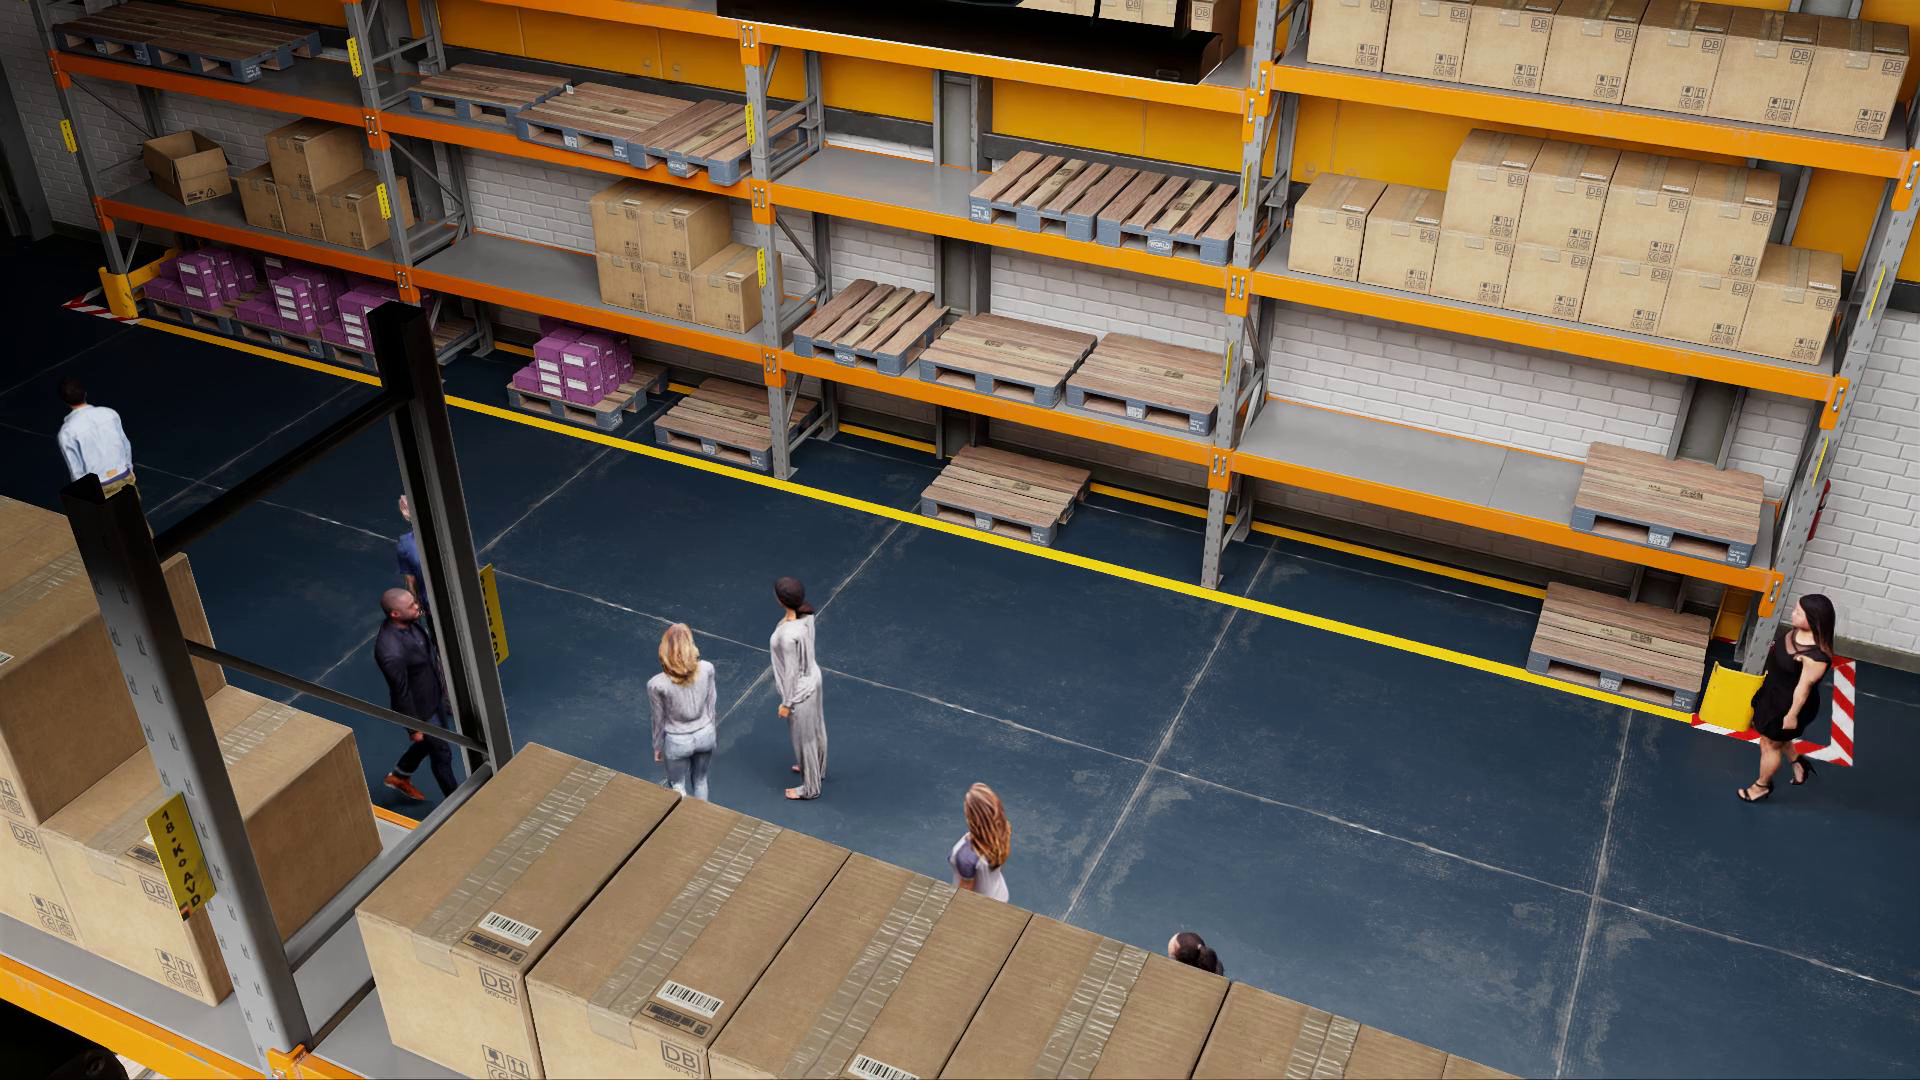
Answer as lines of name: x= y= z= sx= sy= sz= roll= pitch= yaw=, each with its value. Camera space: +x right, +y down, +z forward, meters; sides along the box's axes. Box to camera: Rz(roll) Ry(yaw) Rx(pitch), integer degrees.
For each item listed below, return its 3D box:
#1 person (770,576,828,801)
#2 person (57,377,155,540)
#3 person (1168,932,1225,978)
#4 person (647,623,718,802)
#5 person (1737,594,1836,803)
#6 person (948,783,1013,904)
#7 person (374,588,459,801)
person: x=-1.046 y=0.972 z=11.020 sx=0.590 sy=1.773 sz=0.627 roll=7 pitch=34 yaw=10
person: x=-6.746 y=-0.469 z=13.155 sx=0.585 sy=1.809 sz=0.691 roll=18 pitch=38 yaw=25
person: x=1.254 y=2.672 z=8.536 sx=0.662 sy=1.690 sz=0.646 roll=23 pitch=40 yaw=30
person: x=-1.676 y=1.315 z=10.499 sx=0.859 sy=1.778 sz=0.932 roll=-17 pitch=37 yaw=-23
person: x=5.535 y=1.081 z=10.923 sx=0.792 sy=1.699 sz=0.706 roll=11 pitch=35 yaw=16
person: x=0.131 y=2.064 z=9.413 sx=0.592 sy=1.733 sz=0.629 roll=21 pitch=39 yaw=28
person: x=-3.585 y=1.066 z=10.849 sx=1.114 sy=1.806 sz=0.972 roll=-1 pitch=34 yaw=-2
